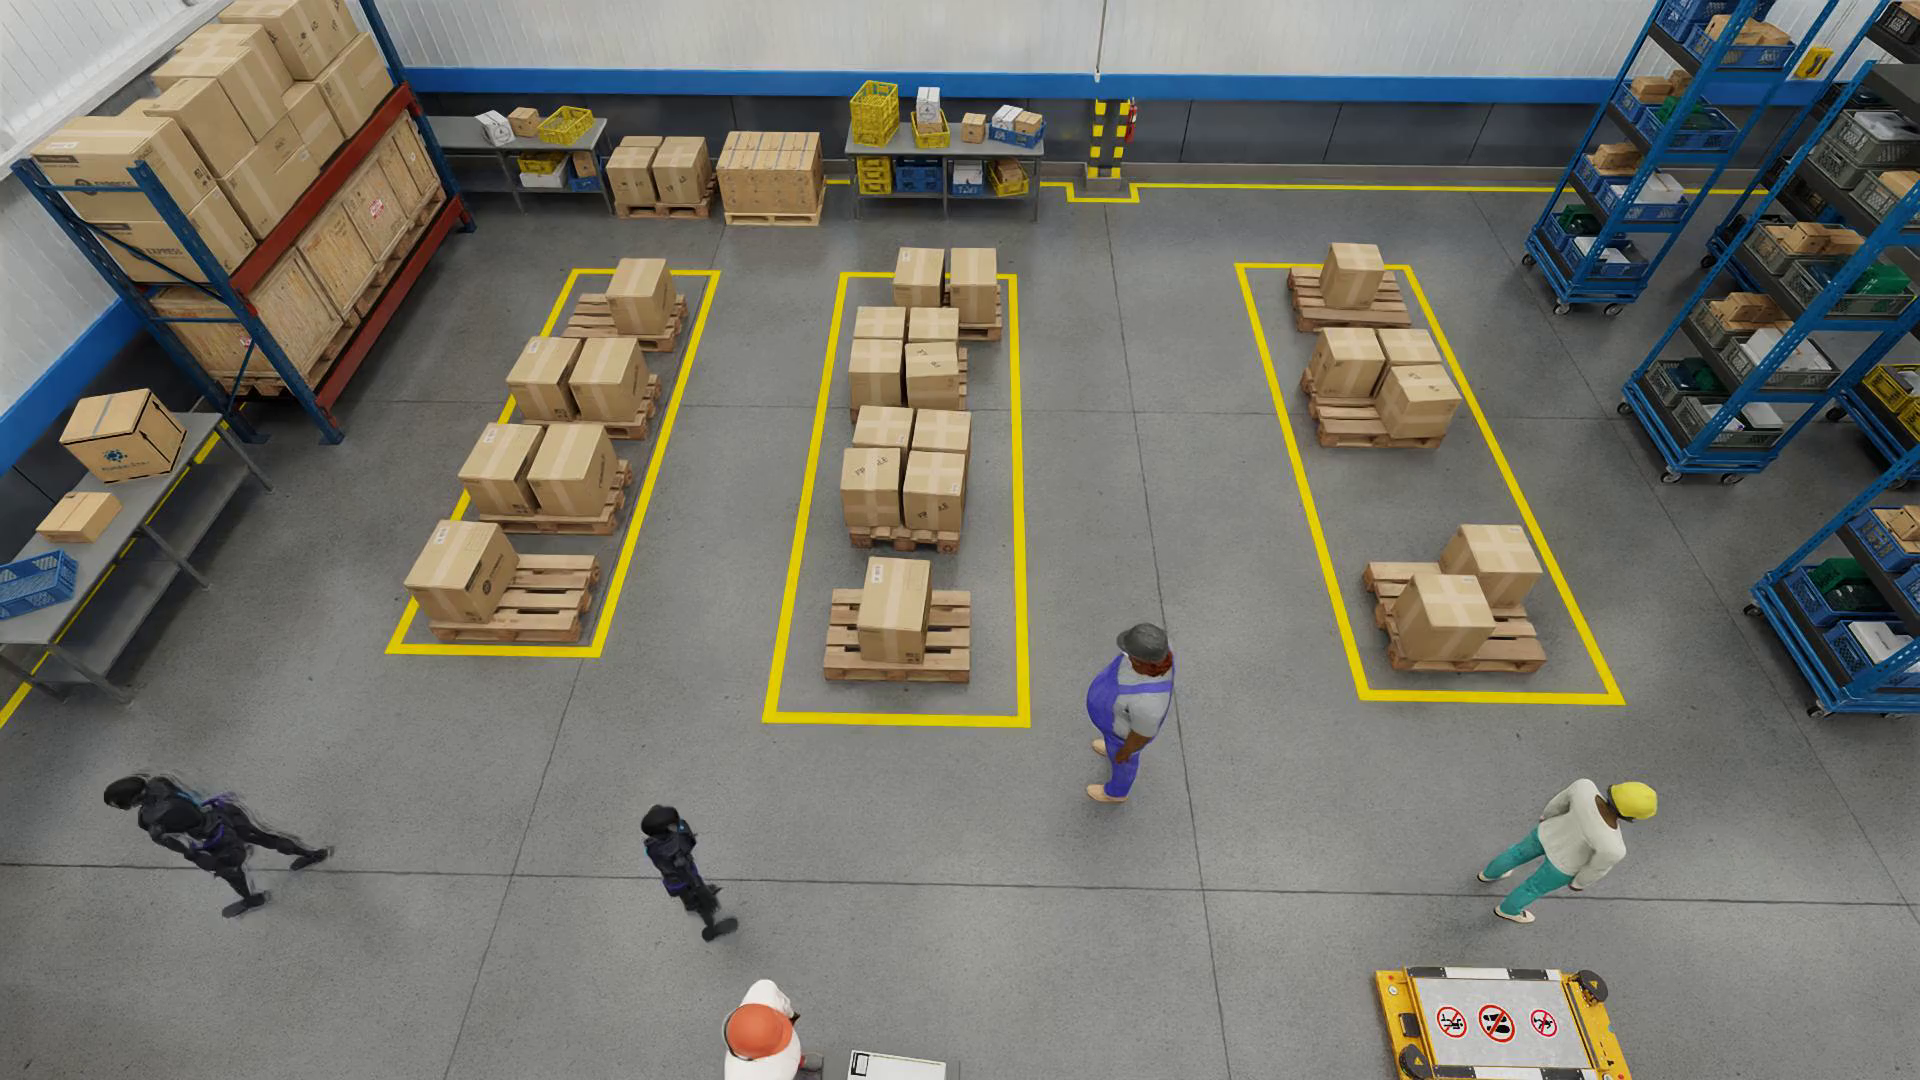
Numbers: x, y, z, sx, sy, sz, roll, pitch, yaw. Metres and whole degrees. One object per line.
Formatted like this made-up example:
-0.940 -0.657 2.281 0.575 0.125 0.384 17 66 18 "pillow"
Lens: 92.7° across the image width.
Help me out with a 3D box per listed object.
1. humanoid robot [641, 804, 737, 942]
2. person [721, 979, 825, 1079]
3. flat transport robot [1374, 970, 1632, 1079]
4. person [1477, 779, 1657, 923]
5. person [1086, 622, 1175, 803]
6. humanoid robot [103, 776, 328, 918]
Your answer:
-1.752 2.095 5.866 0.317 1.652 0.609 -28 56 -21 "humanoid robot"
-1.006 2.874 5.039 0.405 1.986 0.615 4 51 3 "person"
3.501 3.133 5.914 1.431 0.197 0.652 1 51 1 "flat transport robot"
3.892 1.985 5.901 0.312 1.768 0.526 -3 51 -3 "person"
1.138 1.194 6.371 0.537 2.000 0.688 11 52 9 "person"
-4.921 1.954 6.001 0.728 1.625 0.602 -22 54 -17 "humanoid robot"
